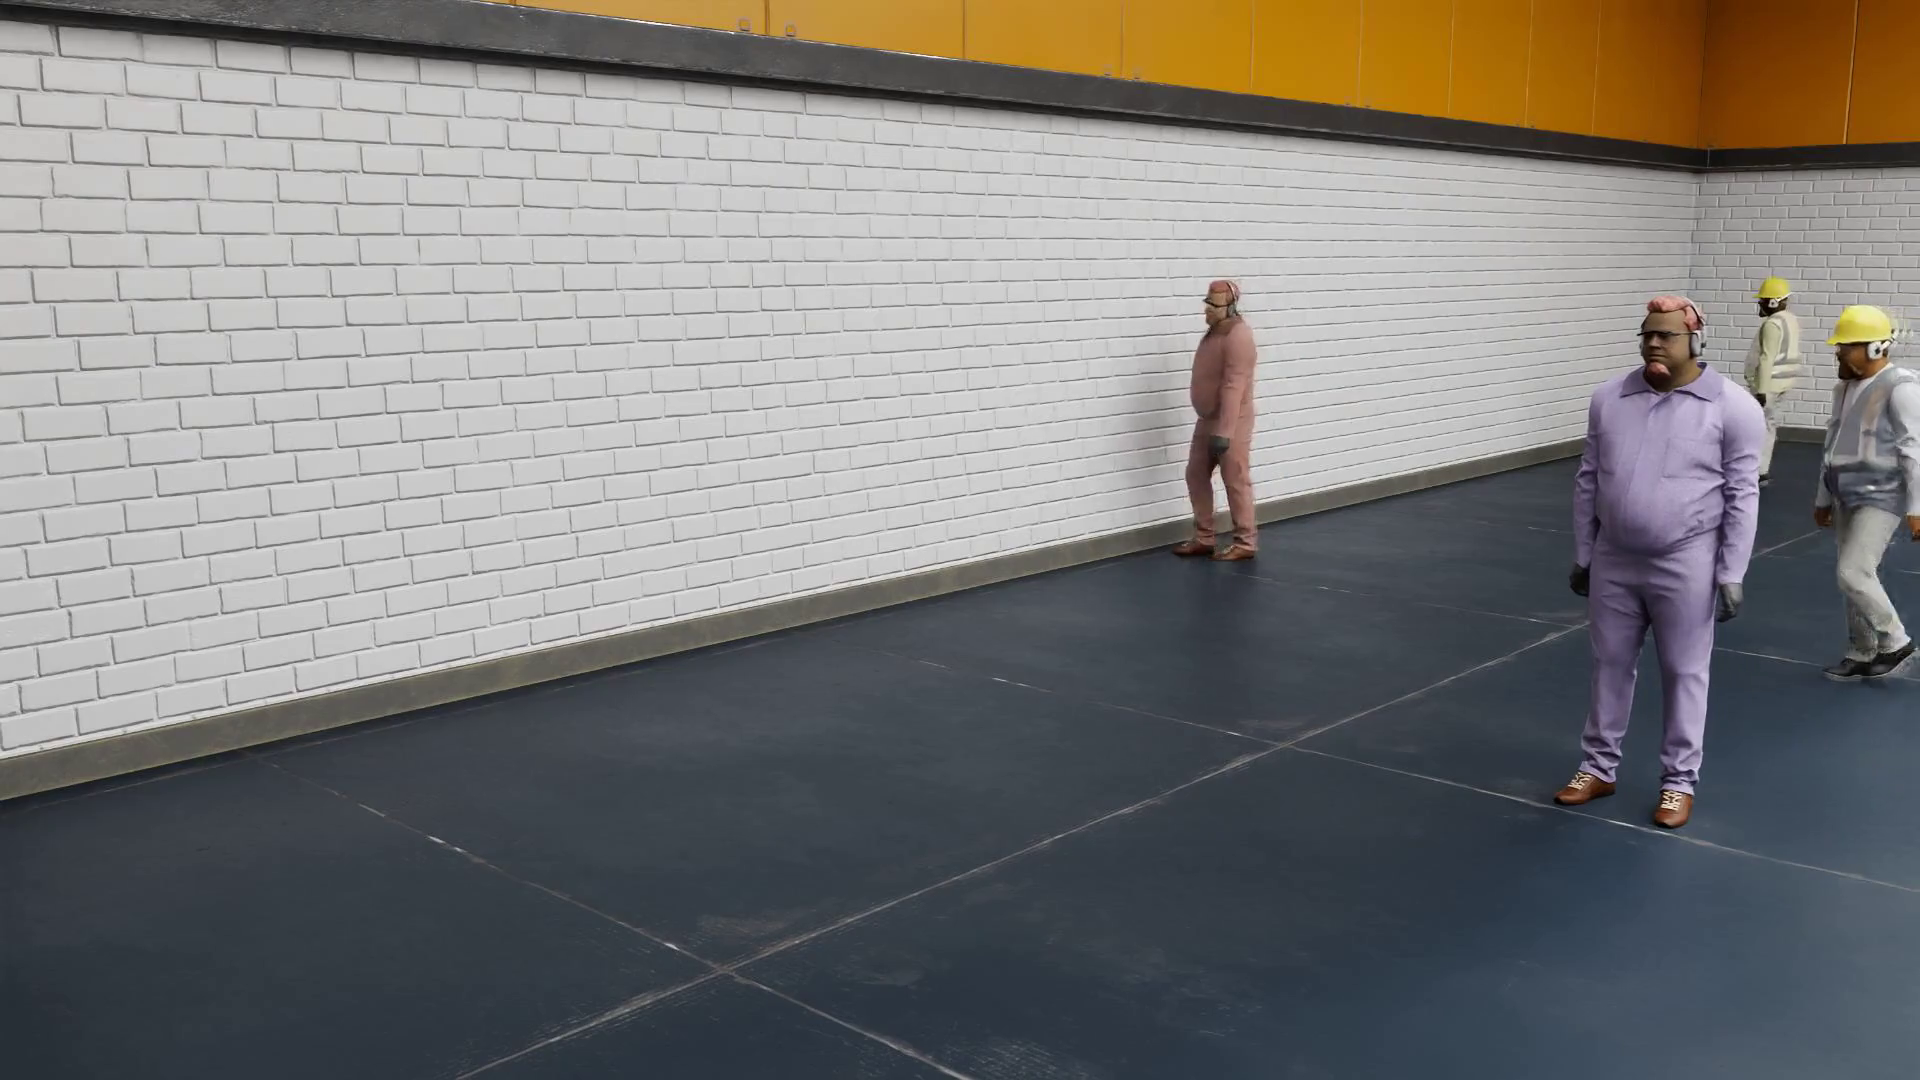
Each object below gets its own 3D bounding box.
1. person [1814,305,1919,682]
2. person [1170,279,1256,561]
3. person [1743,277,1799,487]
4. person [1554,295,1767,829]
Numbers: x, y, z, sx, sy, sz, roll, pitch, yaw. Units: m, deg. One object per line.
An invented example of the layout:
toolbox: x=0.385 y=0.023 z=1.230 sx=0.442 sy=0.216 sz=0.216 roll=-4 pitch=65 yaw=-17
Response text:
person: x=4.268 y=-0.198 z=7.853 sx=0.445 sy=1.810 sz=0.634 roll=0 pitch=10 yaw=0
person: x=1.710 y=-0.764 z=10.926 sx=0.619 sy=1.873 sz=0.682 roll=-3 pitch=10 yaw=-15
person: x=6.977 y=-1.350 z=14.378 sx=0.436 sy=1.827 sz=0.618 roll=9 pitch=14 yaw=43
person: x=2.511 y=0.078 z=6.019 sx=0.401 sy=1.910 sz=0.640 roll=-10 pitch=14 yaw=-44
